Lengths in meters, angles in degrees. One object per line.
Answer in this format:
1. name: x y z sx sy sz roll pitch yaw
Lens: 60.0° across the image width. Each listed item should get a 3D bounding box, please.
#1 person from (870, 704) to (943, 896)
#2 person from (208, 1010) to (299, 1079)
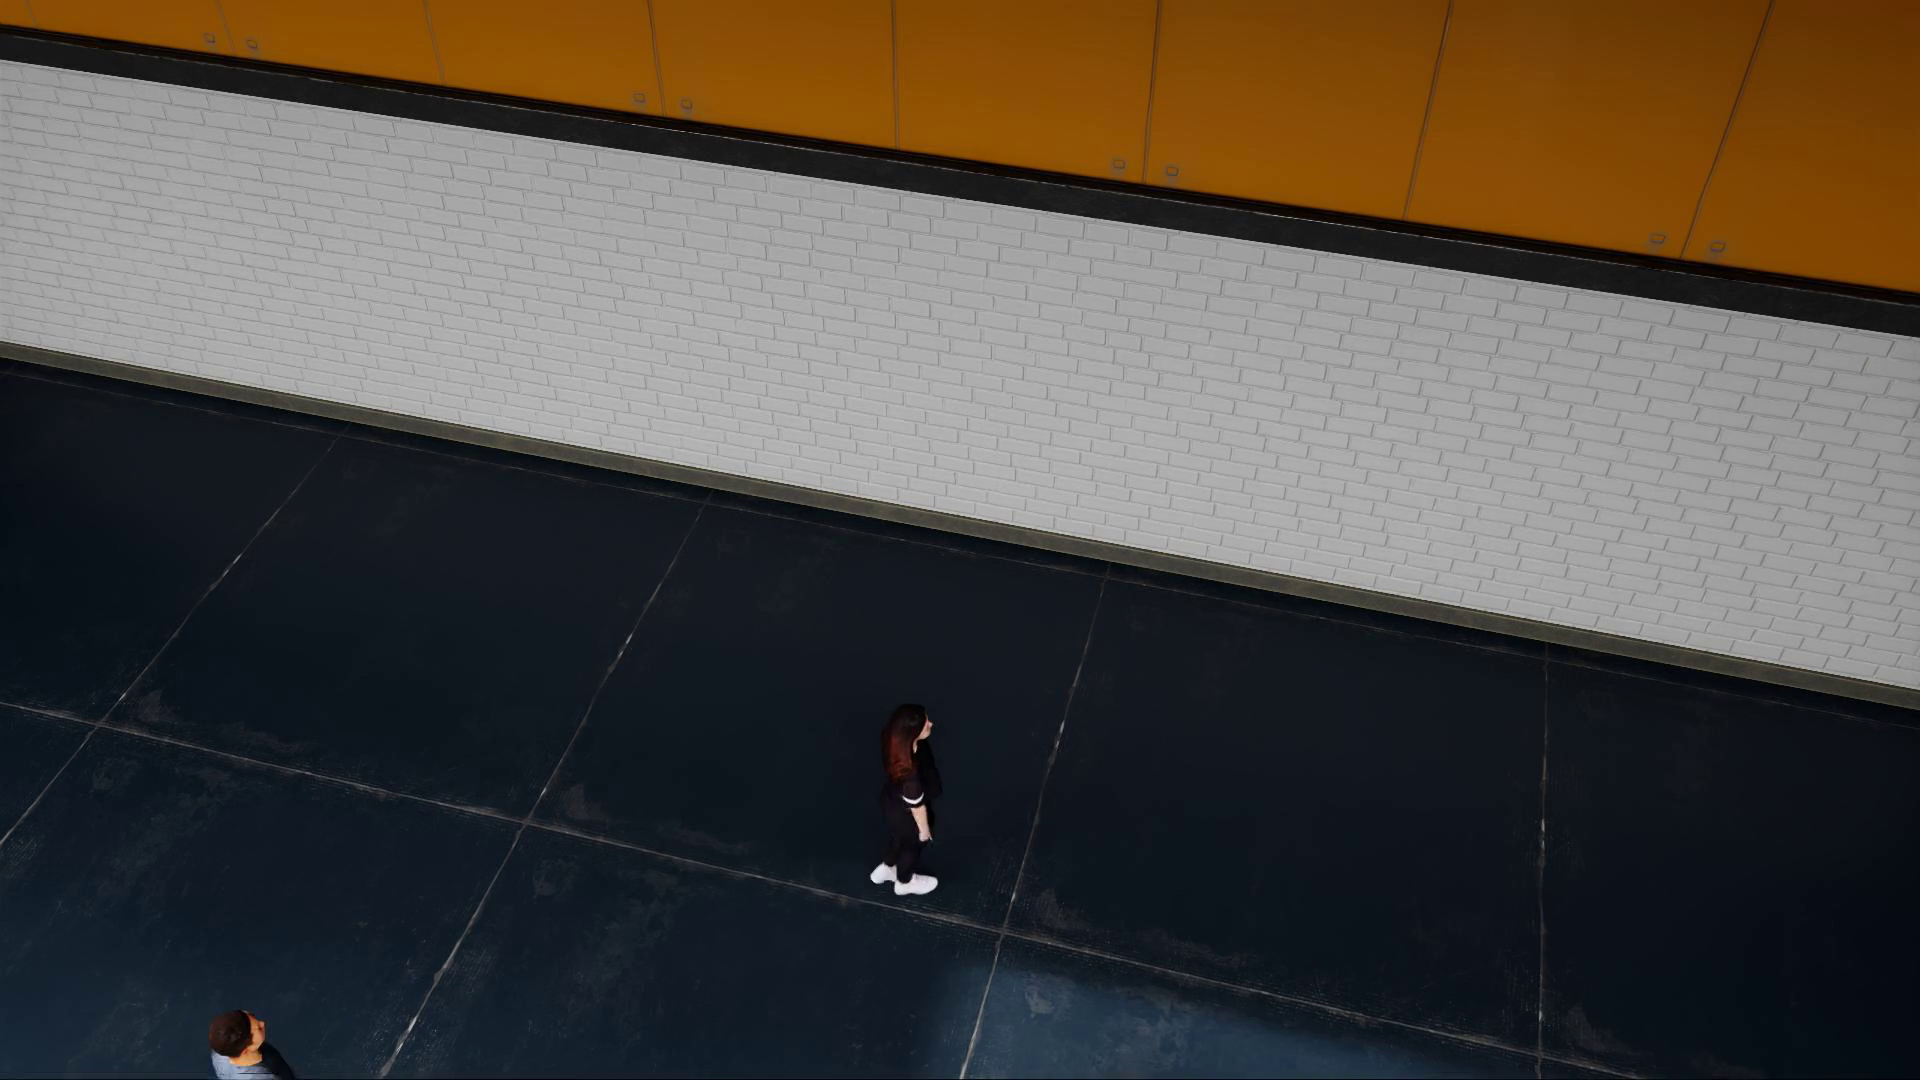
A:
1. person: -0.364 1.480 9.221 0.803 1.627 0.733 -12 45 -12
2. person: -3.240 2.772 7.745 0.956 1.793 1.141 33 52 29
